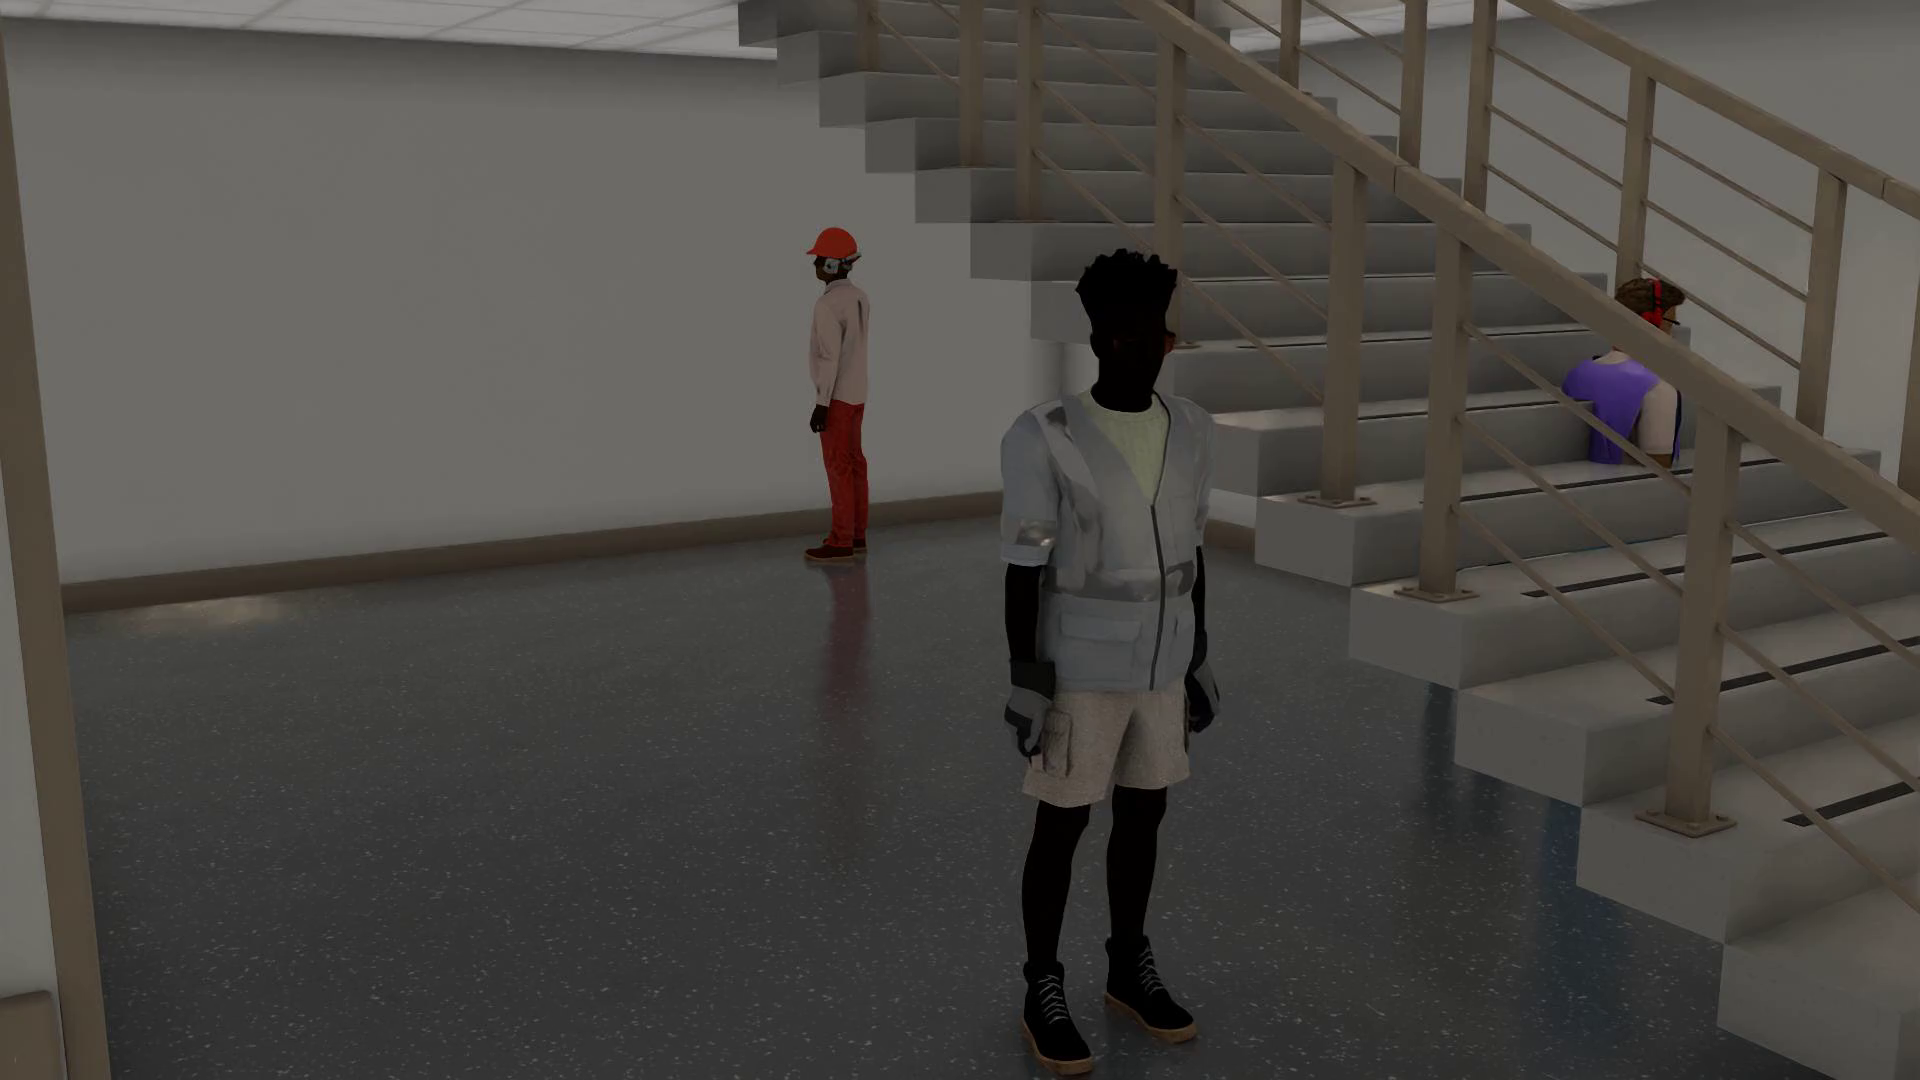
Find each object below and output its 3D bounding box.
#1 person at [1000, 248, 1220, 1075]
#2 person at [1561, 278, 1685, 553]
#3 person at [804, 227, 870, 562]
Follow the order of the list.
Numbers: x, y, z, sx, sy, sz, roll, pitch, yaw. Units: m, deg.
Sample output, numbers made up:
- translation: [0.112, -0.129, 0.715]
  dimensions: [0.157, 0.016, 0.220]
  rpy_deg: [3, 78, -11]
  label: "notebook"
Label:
- translation: [0.373, 0.291, 4.010]
  dimensions: [0.613, 1.963, 0.362]
  rpy_deg: [-6, 13, -30]
  label: "person"
- translation: [2.286, 0.010, 5.831]
  dimensions: [0.389, 1.837, 0.563]
  rpy_deg: [-3, 11, -13]
  label: "person"
- translation: [-0.734, -0.865, 10.002]
  dimensions: [0.376, 1.997, 0.612]
  rpy_deg: [3, 11, 16]
  label: "person"
